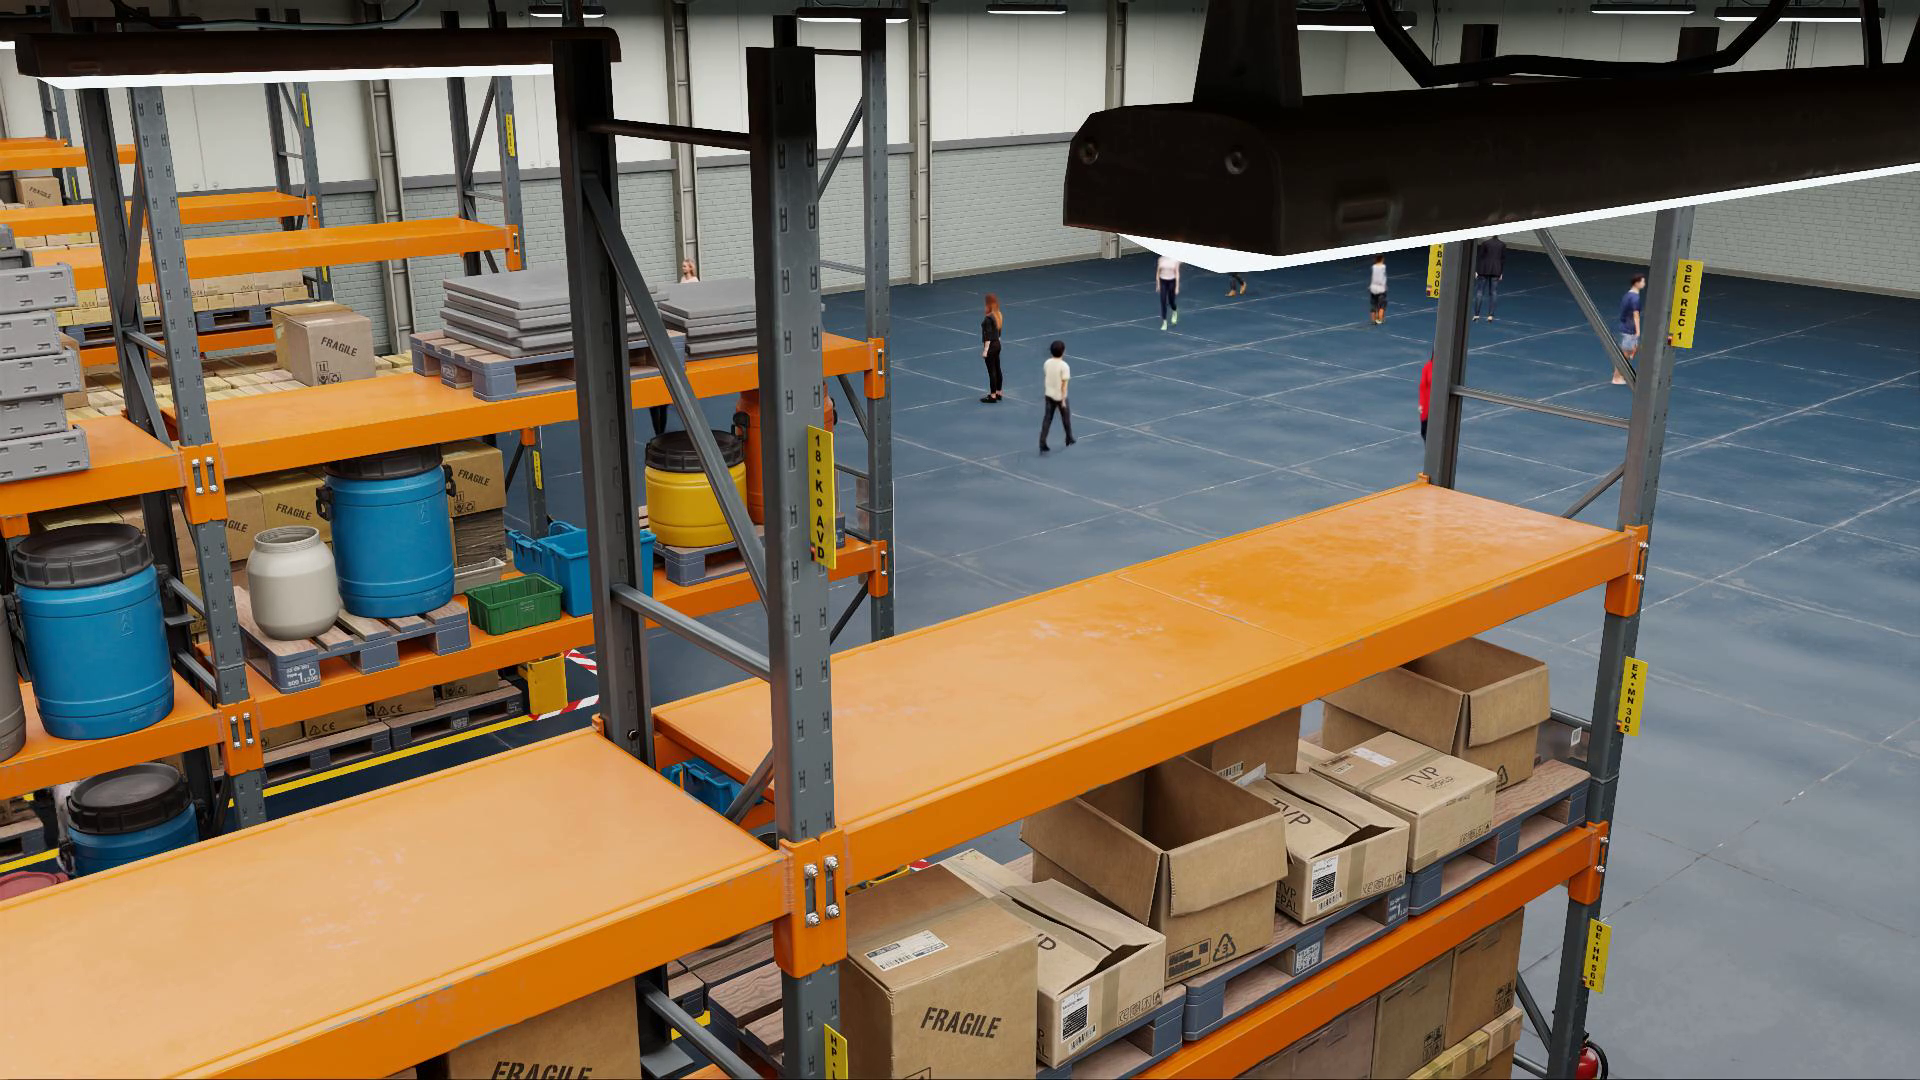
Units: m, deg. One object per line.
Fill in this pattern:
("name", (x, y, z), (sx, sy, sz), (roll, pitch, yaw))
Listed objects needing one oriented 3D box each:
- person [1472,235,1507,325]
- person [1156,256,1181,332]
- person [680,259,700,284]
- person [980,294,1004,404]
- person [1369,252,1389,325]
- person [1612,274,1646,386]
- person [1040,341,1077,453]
("person", (9.386, -4.764, 29.627), (0.825, 1.782, 0.790), (2, 18, 6))
("person", (4.013, -4.895, 31.980), (0.847, 1.687, 1.005), (7, 19, 21))
("person", (-4.667, -3.971, 28.913), (0.596, 1.830, 0.546), (15, 23, 38))
("person", (0.526, -3.032, 26.229), (0.731, 1.706, 0.587), (9, 20, 27))
("person", (8.174, -4.955, 32.556), (0.681, 1.445, 0.705), (9, 20, 26))
("person", (10.906, -3.456, 27.328), (0.833, 1.831, 0.770), (2, 18, 6))
("person", (1.297, -1.965, 23.210), (0.721, 1.546, 1.028), (15, 23, 38))
